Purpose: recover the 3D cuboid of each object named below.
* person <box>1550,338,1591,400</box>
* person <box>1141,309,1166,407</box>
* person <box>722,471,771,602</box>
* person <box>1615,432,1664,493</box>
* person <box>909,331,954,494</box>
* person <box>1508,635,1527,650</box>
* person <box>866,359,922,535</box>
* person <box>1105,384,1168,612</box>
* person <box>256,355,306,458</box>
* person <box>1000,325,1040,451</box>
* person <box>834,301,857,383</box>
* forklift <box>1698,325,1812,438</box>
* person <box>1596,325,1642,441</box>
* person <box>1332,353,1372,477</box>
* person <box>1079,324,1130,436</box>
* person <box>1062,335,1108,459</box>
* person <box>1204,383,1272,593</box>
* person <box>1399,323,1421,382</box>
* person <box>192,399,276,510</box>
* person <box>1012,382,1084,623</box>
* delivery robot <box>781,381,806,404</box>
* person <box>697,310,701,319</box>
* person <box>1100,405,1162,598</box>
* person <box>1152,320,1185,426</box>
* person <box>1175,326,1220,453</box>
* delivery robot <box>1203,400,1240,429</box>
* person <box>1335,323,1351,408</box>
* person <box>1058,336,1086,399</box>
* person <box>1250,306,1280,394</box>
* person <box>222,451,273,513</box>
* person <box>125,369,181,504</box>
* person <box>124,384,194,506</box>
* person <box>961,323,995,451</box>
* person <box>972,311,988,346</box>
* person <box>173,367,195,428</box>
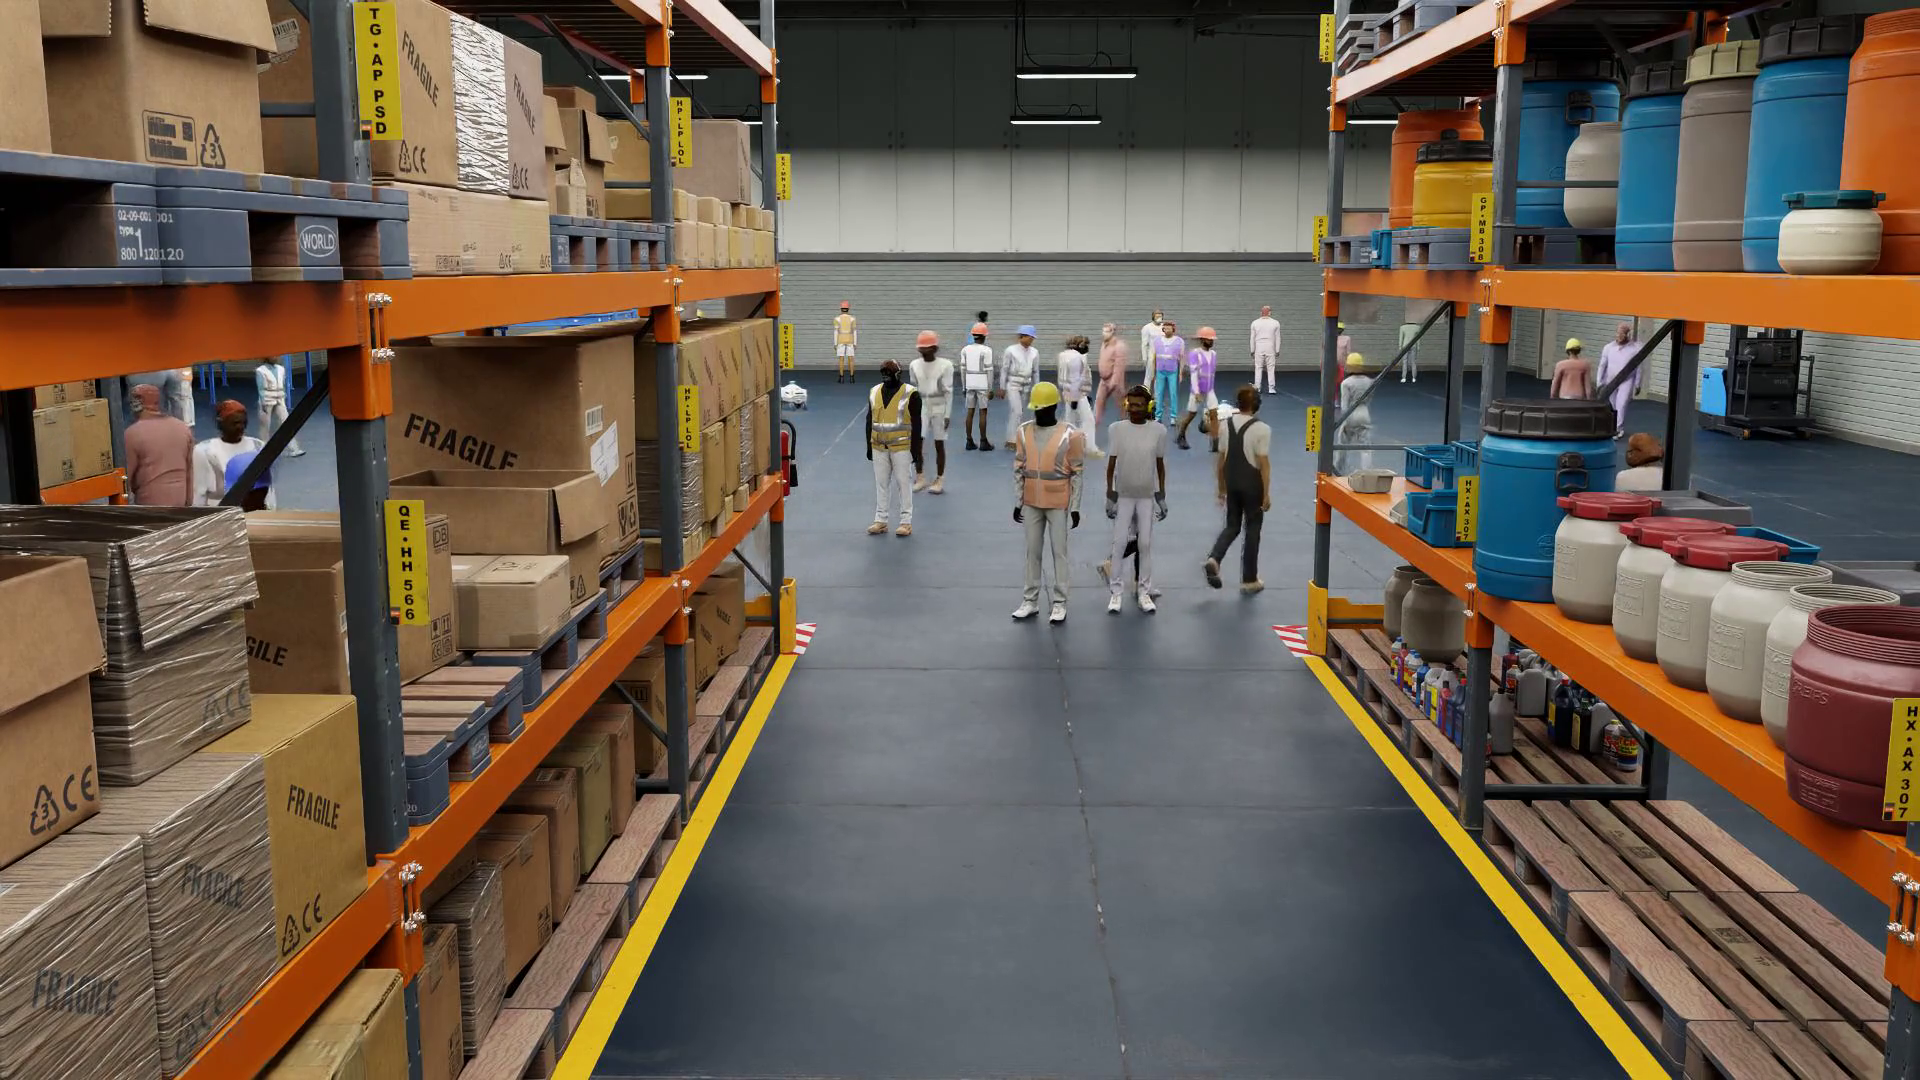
[{"bbox_3d":[9.115,-2.136,24.784,0.550,1.725,0.898,0,9,-3],"label":"person"},{"bbox_3d":[3.869,-3.587,32.837,0.630,1.938,0.366,-4,10,-24],"label":"person"},{"bbox_3d":[-1.832,-0.219,13.651,0.801,1.592,0.523,-9,13,-43],"label":"person"},{"bbox_3d":[5.035,-0.011,12.462,0.493,1.592,0.822,-3,10,-18],"label":"person"},{"bbox_3d":[-0.375,-1.556,20.426,0.617,2.012,0.707,3,10,19],"label":"person"},{"bbox_3d":[4.314,-0.104,12.292,0.599,1.830,0.403,-7,12,-35],"label":"person"},{"bbox_3d":[-0.717,-0.976,17.485,0.637,1.842,0.429,5,10,25],"label":"person"},{"bbox_3d":[1.444,-0.343,13.633,0.518,1.865,0.330,0,9,-2],"label":"person"},{"bbox_3d":[-9.862,-1.956,24.045,0.818,1.600,0.546,5,11,28],"label":"person"},{"bbox_3d":[0.922,-2.290,25.173,0.638,1.901,0.711,-8,12,-39],"label":"person"},{"bbox_3d":[-2.735,-4.710,39.569,0.552,1.934,0.373,-2,10,-12],"label":"person"},{"bbox_3d":[13.248,-3.165,27.620,1.129,2.768,1.873,0,9,1],"label":"forklift"},{"bbox_3d":[10.642,-2.541,26.857,0.653,1.857,1.023,8,12,39],"label":"person"},{"bbox_3d":[4.981,-1.518,21.151,0.489,1.701,0.887,-3,10,-16],"label":"person"},{"bbox_3d":[2.379,-2.564,26.931,0.978,1.854,0.664,-5,11,-27],"label":"person"},{"bbox_3d":[1.827,-2.074,24.201,0.814,1.803,0.617,0,9,-3],"label":"person"},{"bbox_3d":[2.410,-0.435,14.289,0.513,1.827,0.643,9,13,42],"label":"person"},{"bbox_3d":[10.733,-4.584,39.715,0.498,1.634,0.281,2,10,9],"label":"person"},{"bbox_3d":[-5.527,-0.162,12.624,0.990,1.842,0.578,7,12,37],"label":"person"},{"bbox_3d":[0.686,-0.306,13.250,0.587,1.916,0.392,5,11,28],"label":"person"},{"bbox_3d":[-3.269,-2.855,32.437,0.477,0.478,0.707,-5,11,-28],"label":"delivery robot"},{"bbox_3d":[-5.426,-3.774,34.082,0.593,1.892,0.705,-7,12,-35],"label":"person"},{"bbox_3d":[1.496,-0.348,14.163,0.437,1.684,0.542,5,11,30],"label":"person"},{"bbox_3d":[3.656,-2.942,29.251,0.564,1.845,0.390,3,10,19],"label":"person"},{"bbox_3d":[3.662,-2.302,25.292,0.546,1.898,0.980,-6,11,-30],"label":"person"},{"bbox_3d":[4.427,-2.100,27.916,0.707,0.478,0.477,-7,12,-34],"label":"delivery robot"},{"bbox_3d":[7.453,-3.509,32.967,0.520,1.749,0.625,-1,10,-8],"label":"person"},{"bbox_3d":[1.886,-2.647,28.132,0.521,1.621,0.495,-3,10,-17],"label":"person"},{"bbox_3d":[6.641,-4.129,36.191,0.643,1.905,0.399,3,10,15],"label":"person"},{"bbox_3d":[-3.656,0.465,8.698,0.616,1.905,0.997,1,10,7],"label":"person"},{"bbox_3d":[-9.556,-1.373,19.670,0.654,1.900,0.875,-1,9,-3],"label":"person"},{"bbox_3d":[-6.412,-0.290,13.226,0.460,1.899,0.674,2,10,14],"label":"person"},{"bbox_3d":[0.287,-2.343,25.388,0.552,1.935,0.367,6,11,33],"label":"person"},{"bbox_3d":[0.507,-4.845,41.234,0.800,1.636,0.540,1,10,7],"label":"person"},{"bbox_3d":[-13.436,-2.757,28.759,0.314,1.640,0.516,-2,10,-11],"label":"person"}]
